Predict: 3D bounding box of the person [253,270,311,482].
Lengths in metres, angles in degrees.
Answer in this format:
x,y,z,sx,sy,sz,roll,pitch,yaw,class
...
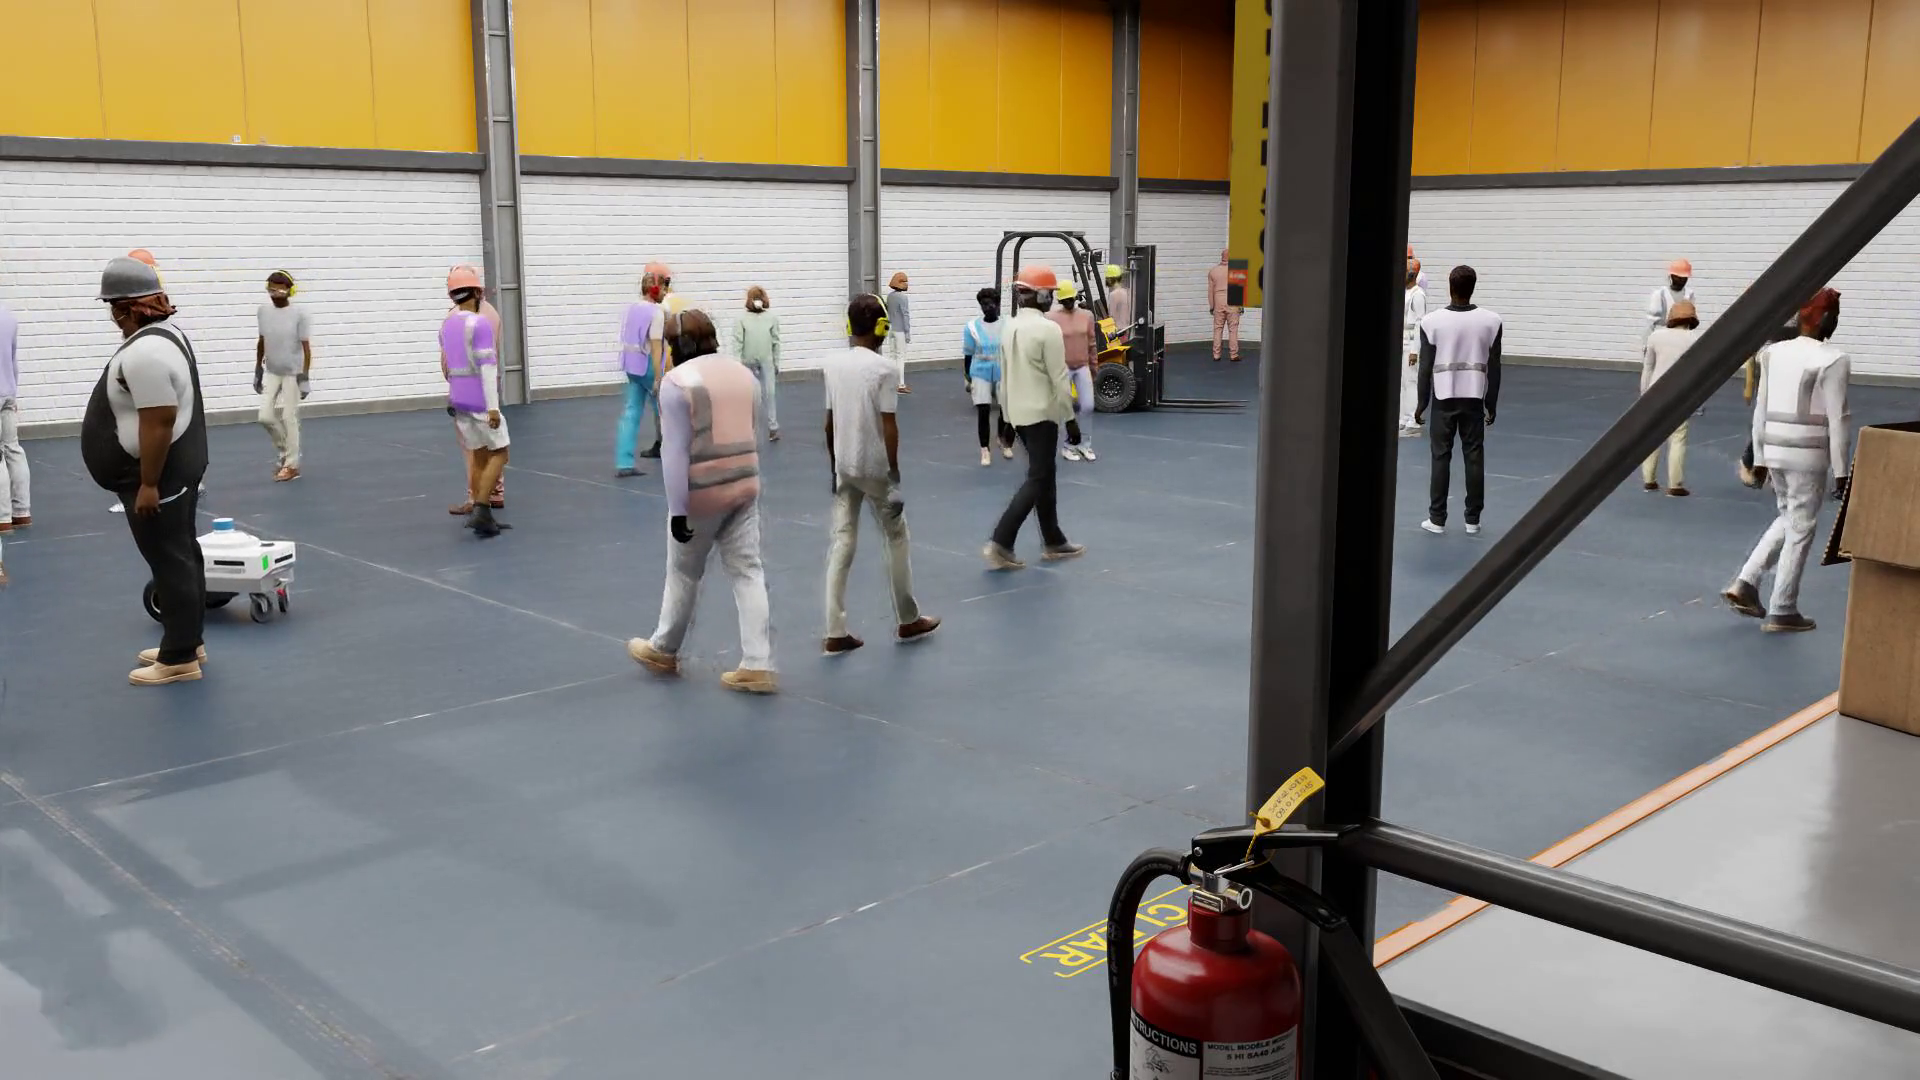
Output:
x,y,z,sx,sy,sz,roll,pitch,yaw,class
-5.884,-1.411,14.393,0.606,1.834,0.422,2,11,10,person

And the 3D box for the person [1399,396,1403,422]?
x,y,z,sx,sy,sz,roll,pitch,yaw,class
4.846,-2.082,18.600,0.524,1.637,0.306,3,11,15,person

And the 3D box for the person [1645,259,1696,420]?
x,y,z,sx,sy,sz,roll,pitch,yaw,class
8.312,-2.368,19.567,0.564,1.871,0.953,0,10,-2,person

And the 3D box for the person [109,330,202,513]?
x,y,z,sx,sy,sz,roll,pitch,yaw,class
-6.328,-1.162,12.930,0.711,1.896,0.658,-6,12,-30,person

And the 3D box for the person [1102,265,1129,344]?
x,y,z,sx,sy,sz,roll,pitch,yaw,class
1.958,-2.693,21.626,0.645,1.739,0.547,5,11,24,person

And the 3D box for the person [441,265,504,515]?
x,y,z,sx,sy,sz,roll,pitch,yaw,class
-3.769,-1.148,12.776,0.401,1.904,0.649,2,11,11,person

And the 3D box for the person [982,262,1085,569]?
x,y,z,sx,sy,sz,roll,pitch,yaw,class
0.479,-0.800,10.720,0.860,1.966,0.619,-5,12,-26,person

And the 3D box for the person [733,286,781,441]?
x,y,z,sx,sy,sz,roll,pitch,yaw,class
-2.090,-1.815,17.242,0.510,1.609,0.712,-2,11,-13,person

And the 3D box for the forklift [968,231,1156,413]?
x,y,z,sx,sy,sz,roll,pitch,yaw,class
1.222,-2.721,20.561,2.313,2.155,1.214,2,11,13,forklift

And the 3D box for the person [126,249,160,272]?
x,y,z,sx,sy,sz,roll,pitch,yaw,class
-8.051,-1.868,16.452,0.383,1.996,0.609,-8,13,-38,person

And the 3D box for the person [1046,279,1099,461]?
x,y,z,sx,sy,sz,roll,pitch,yaw,class
1.080,-1.587,15.644,0.585,1.722,0.510,-4,11,-19,person

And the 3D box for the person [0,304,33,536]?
x,y,z,sx,sy,sz,roll,pitch,yaw,class
-6.922,-0.995,11.846,0.352,1.937,0.635,0,10,2,person

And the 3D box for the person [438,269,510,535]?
x,y,z,sx,sy,sz,roll,pitch,yaw,class
-3.465,-0.967,11.872,0.624,1.894,0.445,8,13,36,person

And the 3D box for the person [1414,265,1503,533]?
x,y,z,sx,sy,sz,roll,pitch,yaw,class
3.567,-1.000,11.927,0.587,1.920,0.391,1,10,4,person

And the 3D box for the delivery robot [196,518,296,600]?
x,y,z,sx,sy,sz,roll,pitch,yaw,class
-4.090,0.123,9.274,0.707,0.478,0.477,2,11,8,delivery robot

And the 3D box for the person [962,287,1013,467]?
x,y,z,sx,sy,sz,roll,pitch,yaw,class
0.291,-1.525,15.480,0.558,1.664,0.583,0,10,-3,person

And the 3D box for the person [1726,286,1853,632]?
x,y,z,sx,sy,sz,roll,pitch,yaw,class
4.505,-0.418,8.908,0.419,1.871,0.577,-2,11,-13,person

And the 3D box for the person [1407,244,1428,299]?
x,y,z,sx,sy,sz,roll,pitch,yaw,class
5.768,-2.861,21.741,0.615,2.040,0.391,5,12,26,person

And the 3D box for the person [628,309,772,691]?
x,y,z,sx,sy,sz,roll,pitch,yaw,class
-1.227,-0.189,7.874,0.934,1.781,0.643,9,13,39,person

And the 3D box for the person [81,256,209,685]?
x,y,z,sx,sy,sz,roll,pitch,yaw,class
-3.895,-0.333,7.963,0.536,2.000,0.681,-3,11,-16,person

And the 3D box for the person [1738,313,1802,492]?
x,y,z,sx,sy,sz,roll,pitch,yaw,class
6.747,-1.274,13.702,0.609,1.824,0.447,-2,11,-13,person

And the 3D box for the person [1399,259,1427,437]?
x,y,z,sx,sy,sz,roll,pitch,yaw,class
4.770,-2.035,17.667,0.337,1.882,0.584,0,10,2,person

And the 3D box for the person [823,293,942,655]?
x,y,z,sx,sy,sz,roll,pitch,yaw,class
-0.407,-0.345,8.589,0.570,1.835,0.811,7,13,35,person

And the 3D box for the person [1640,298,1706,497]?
x,y,z,sx,sy,sz,roll,pitch,yaw,class
5.855,-1.172,13.679,0.562,1.620,0.344,10,14,42,person

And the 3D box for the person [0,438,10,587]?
x,y,z,sx,sy,sz,roll,pitch,yaw,class
-6.092,-0.603,10.039,0.551,1.826,0.583,-4,11,-23,person

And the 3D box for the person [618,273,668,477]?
x,y,z,sx,sy,sz,roll,pitch,yaw,class
-2.709,-1.465,14.805,0.922,1.790,0.593,-9,14,-41,person

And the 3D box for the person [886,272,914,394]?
x,y,z,sx,sy,sz,roll,pitch,yaw,class
-0.823,-2.796,22.503,0.264,1.632,0.507,-6,12,-31,person

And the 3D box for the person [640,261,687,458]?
x,y,z,sx,sy,sz,roll,pitch,yaw,class
-2.744,-1.695,15.789,0.674,1.903,0.562,4,11,21,person

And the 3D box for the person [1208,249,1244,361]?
x,y,z,sx,sy,sz,roll,pitch,yaw,class
4.532,-3.979,28.222,0.640,1.905,0.410,5,11,25,person
